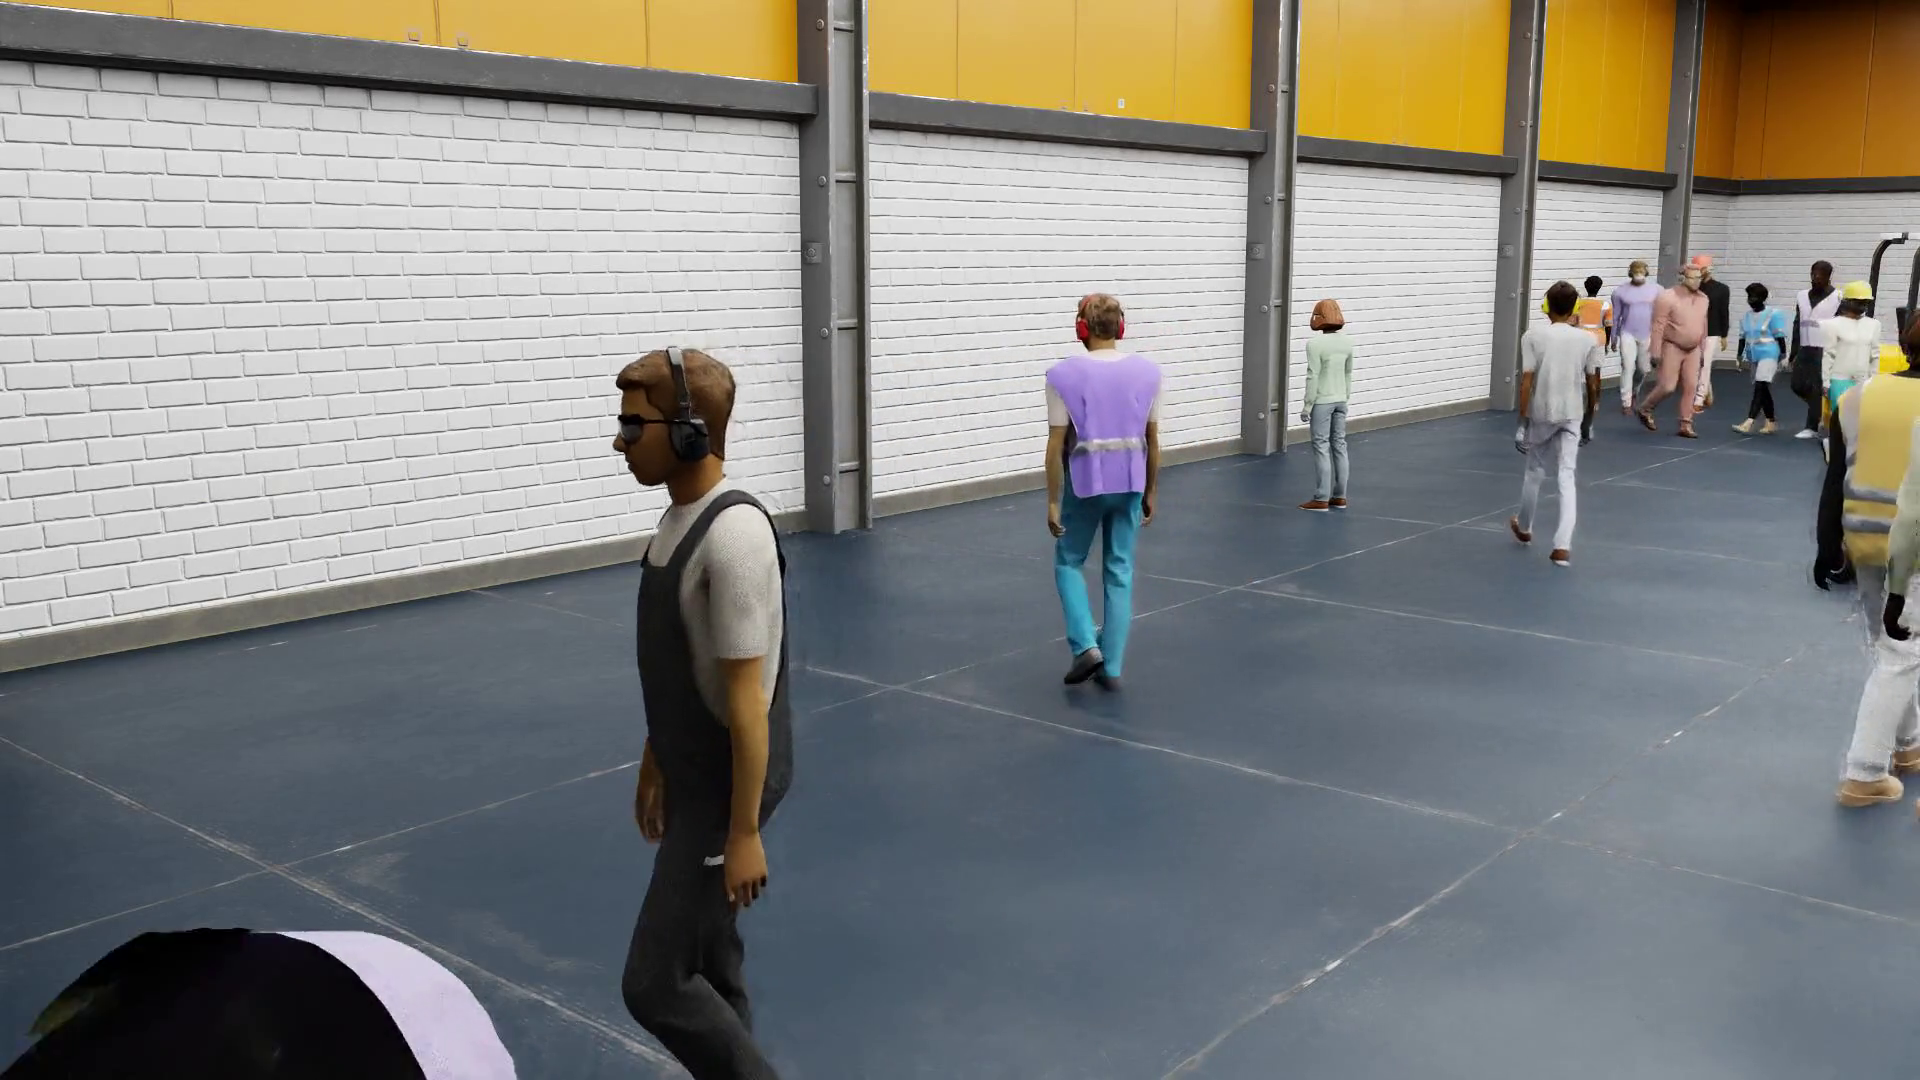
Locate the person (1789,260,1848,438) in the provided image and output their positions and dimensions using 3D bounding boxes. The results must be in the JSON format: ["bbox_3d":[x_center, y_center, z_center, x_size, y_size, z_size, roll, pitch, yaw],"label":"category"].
[{"bbox_3d":[9.182,-2.037,17.787,0.508,1.901,0.599,-5,11,-25],"label":"person"}]

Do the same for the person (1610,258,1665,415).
[{"bbox_3d":[8.319,-2.514,20.513,0.619,1.907,0.853,2,10,14],"label":"person"}]

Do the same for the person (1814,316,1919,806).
[{"bbox_3d":[3.594,0.059,6.123,0.883,1.804,0.661,-5,11,-26],"label":"person"}]

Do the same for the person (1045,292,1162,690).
[{"bbox_3d":[0.651,-0.207,7.602,0.568,1.826,0.444,-2,10,-13],"label":"person"}]

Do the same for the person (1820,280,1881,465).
[{"bbox_3d":[7.850,-1.426,14.760,0.532,1.752,0.581,-1,10,-5],"label":"person"}]

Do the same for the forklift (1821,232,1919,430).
[{"bbox_3d":[9.955,-1.972,16.595,2.313,2.155,1.214,1,10,8],"label":"forklift"}]

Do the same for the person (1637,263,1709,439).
[{"bbox_3d":[7.689,-2.043,17.909,0.686,1.877,0.657,-3,10,-16],"label":"person"}]

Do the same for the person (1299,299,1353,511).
[{"bbox_3d":[2.836,-1.040,12.883,0.503,1.632,0.274,-7,12,-35],"label":"person"}]

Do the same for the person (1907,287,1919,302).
[{"bbox_3d":[10.898,-2.215,18.802,0.624,1.898,0.917,-1,10,-6],"label":"person"}]

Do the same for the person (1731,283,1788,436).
[{"bbox_3d":[8.586,-1.940,17.948,0.825,1.648,0.558,-3,11,-19],"label":"person"}]

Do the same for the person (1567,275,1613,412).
[{"bbox_3d":[7.776,-2.415,20.561,0.532,1.690,0.319,3,10,17],"label":"person"}]

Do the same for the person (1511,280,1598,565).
[{"bbox_3d":[3.908,-0.789,10.950,0.522,1.809,1.002,2,10,10],"label":"person"}]

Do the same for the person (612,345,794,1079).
[{"bbox_3d":[-0.546,0.525,3.404,0.401,1.834,0.553,-4,11,-21],"label":"person"}]

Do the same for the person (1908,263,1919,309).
[{"bbox_3d":[10.249,-2.087,17.717,0.421,2.029,0.644,3,10,17],"label":"person"}]

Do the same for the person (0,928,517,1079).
[{"bbox_3d":[-0.510,0.917,0.999,0.620,1.893,0.659,7,12,33],"label":"person"}]

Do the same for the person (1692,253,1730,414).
[{"bbox_3d":[9.217,-2.563,20.611,0.624,1.968,0.815,9,14,42],"label":"person"}]

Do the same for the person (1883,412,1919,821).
[{"bbox_3d":[3.291,0.149,5.256,0.625,1.948,1.038,2,10,10],"label":"person"}]
